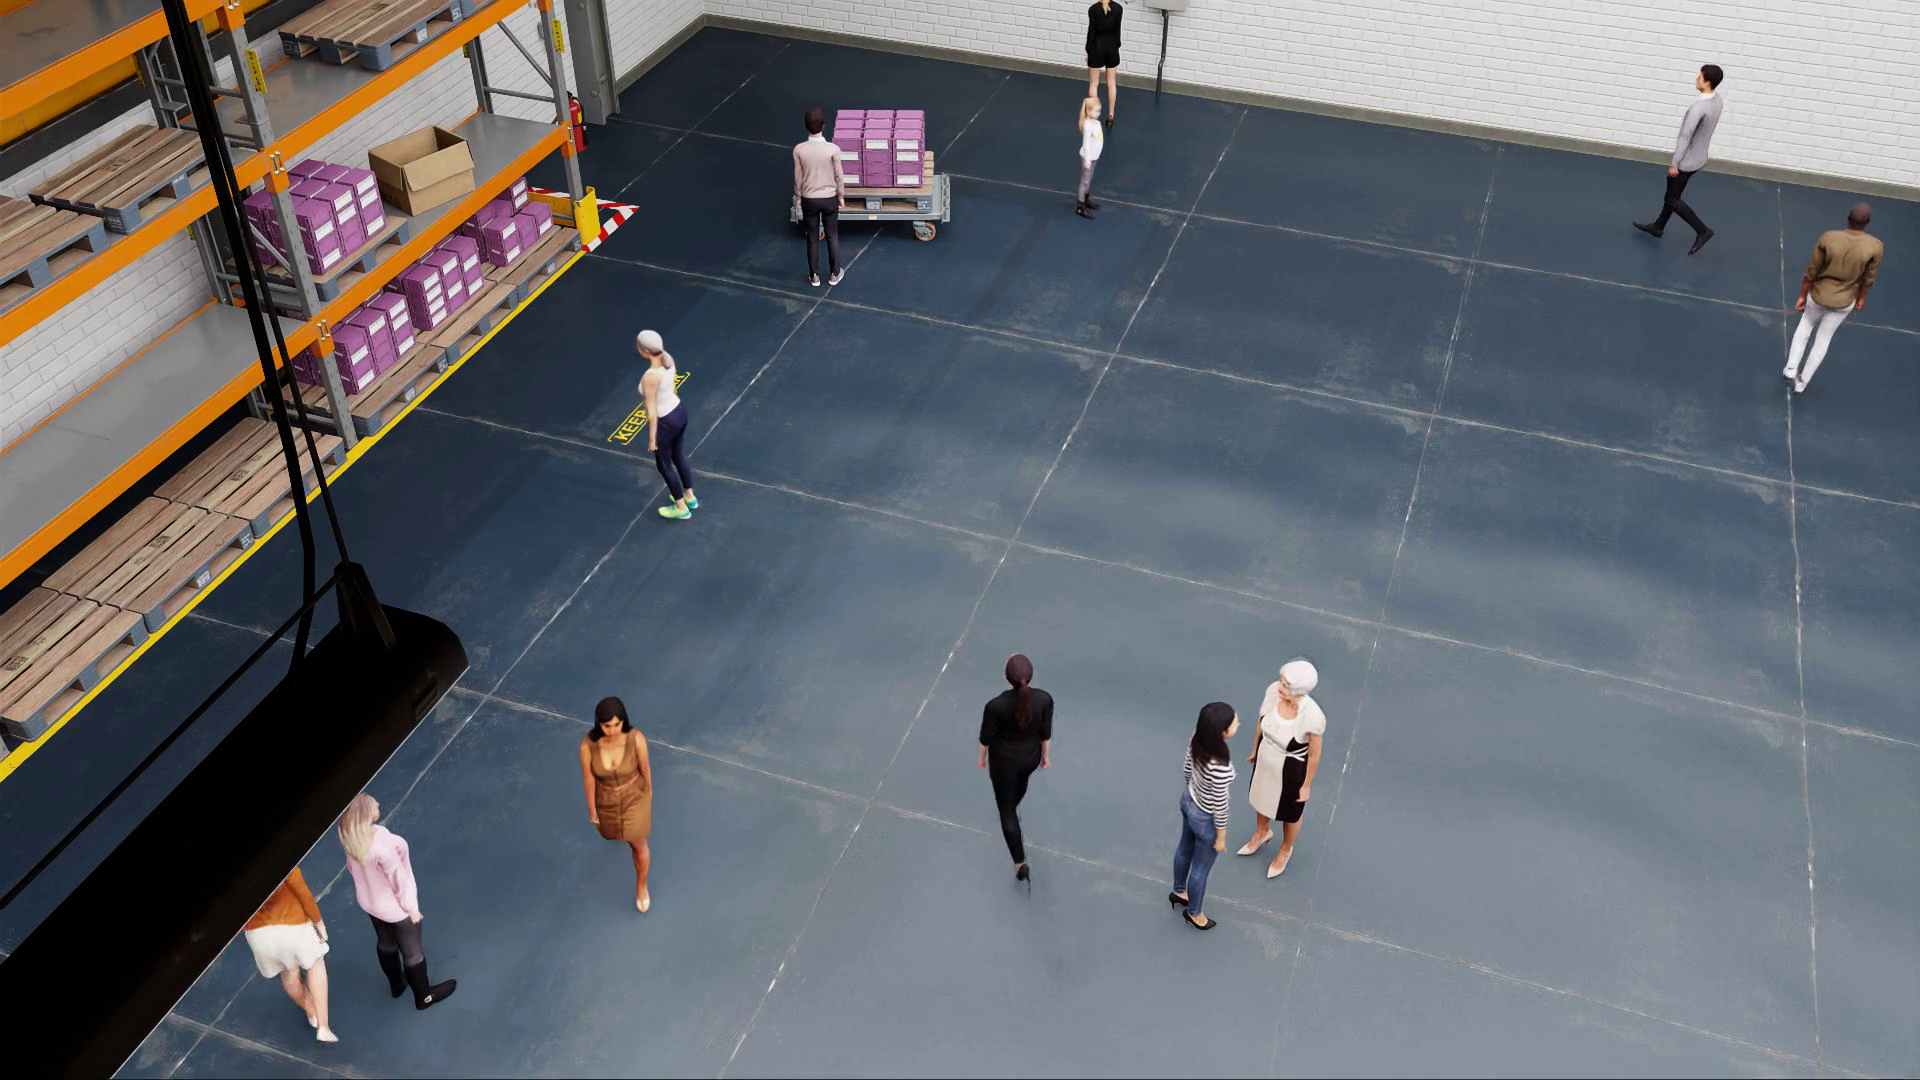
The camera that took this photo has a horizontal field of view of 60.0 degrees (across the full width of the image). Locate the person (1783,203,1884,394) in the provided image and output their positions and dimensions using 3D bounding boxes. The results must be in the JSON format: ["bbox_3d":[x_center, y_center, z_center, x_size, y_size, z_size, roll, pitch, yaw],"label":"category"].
[{"bbox_3d":[7.654,-2.080,14.621,0.770,1.808,0.699,19,43,23],"label":"person"}]

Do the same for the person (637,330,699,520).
[{"bbox_3d":[-2.310,-0.903,13.244,0.665,1.688,0.487,12,40,14],"label":"person"}]

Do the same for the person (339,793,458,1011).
[{"bbox_3d":[-3.284,2.064,9.529,0.652,1.687,0.624,23,44,26],"label":"person"}]

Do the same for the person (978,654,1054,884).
[{"bbox_3d":[0.355,1.433,10.368,0.975,1.626,1.127,-10,40,-12],"label":"person"}]

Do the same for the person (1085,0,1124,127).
[{"bbox_3d":[1.624,-5.560,19.011,0.663,1.768,0.686,-9,39,-11],"label":"person"}]

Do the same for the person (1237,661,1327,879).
[{"bbox_3d":[2.010,1.404,10.304,0.718,1.752,0.712,-26,45,-29],"label":"person"}]

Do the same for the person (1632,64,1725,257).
[{"bbox_3d":[7.411,-3.808,16.710,1.074,1.903,1.166,31,48,32],"label":"person"}]

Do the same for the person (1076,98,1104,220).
[{"bbox_3d":[1.357,-4.044,17.506,0.545,1.278,0.425,14,41,17],"label":"person"}]

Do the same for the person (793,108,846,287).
[{"bbox_3d":[-1.372,-3.332,16.189,0.696,1.808,0.658,0,39,0],"label":"person"}]

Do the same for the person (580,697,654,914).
[{"bbox_3d":[-2.089,1.539,10.200,0.843,1.670,1.025,-6,39,-8],"label":"person"}]

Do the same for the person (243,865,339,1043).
[{"bbox_3d":[-3.797,2.248,9.287,0.839,1.702,0.932,-8,39,-10],"label":"person"}]

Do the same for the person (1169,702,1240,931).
[{"bbox_3d":[1.453,1.650,9.961,0.711,1.796,0.619,-11,40,-13],"label":"person"}]
